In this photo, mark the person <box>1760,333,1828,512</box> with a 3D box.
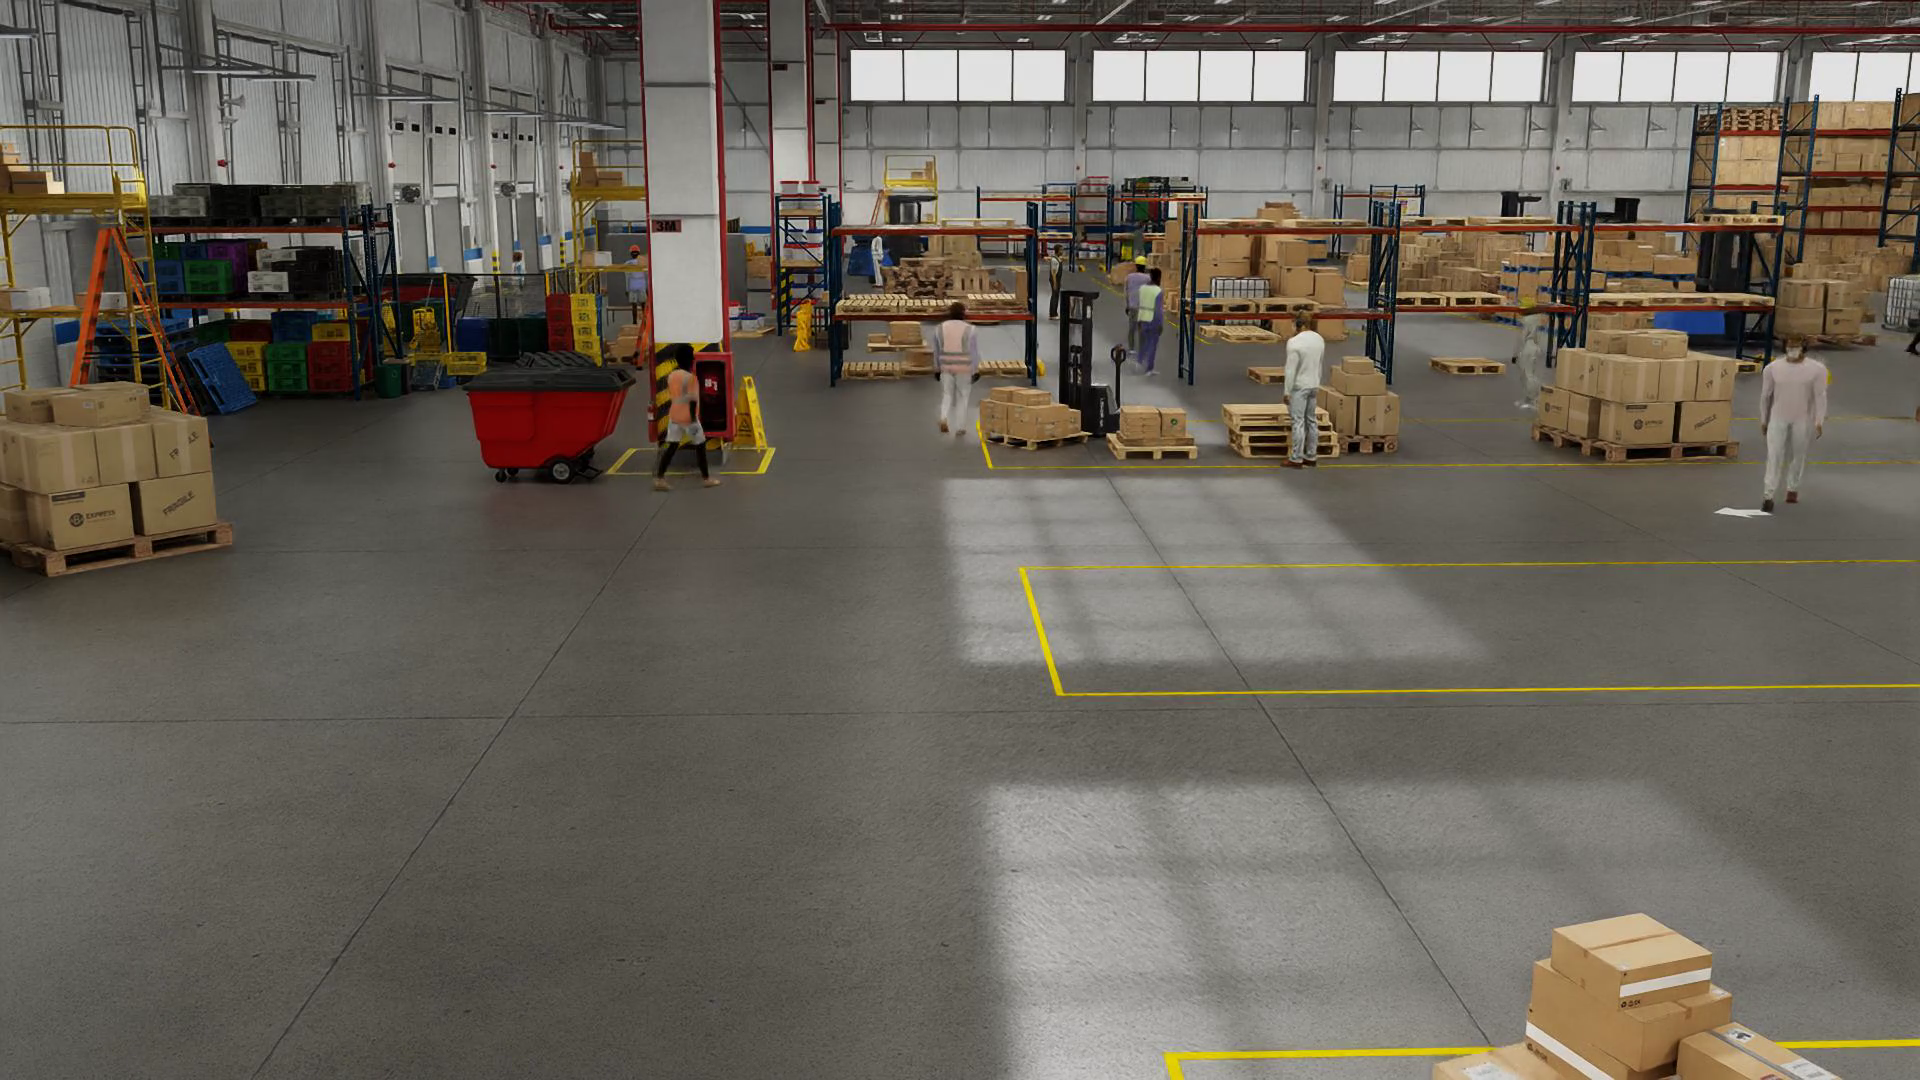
[{"bbox_3d":[8.856,-1.267,17.728,0.647,1.892,1.036,7,14,28],"label":"person"}]

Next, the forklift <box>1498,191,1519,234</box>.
[{"bbox_3d":[20.706,-11.779,62.904,1.873,2.768,1.129,0,12,-2],"label":"forklift"}]

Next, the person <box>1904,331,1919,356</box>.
[{"bbox_3d":[18.939,-4.525,32.352,0.975,1.921,0.617,2,13,8],"label":"person"}]

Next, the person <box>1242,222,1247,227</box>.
[{"bbox_3d":[9.718,-10.104,57.561,0.942,1.896,0.576,-5,13,-21],"label":"person"}]

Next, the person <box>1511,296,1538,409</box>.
[{"bbox_3d":[8.550,-2.818,25.110,0.468,1.709,0.519,10,16,38],"label":"person"}]

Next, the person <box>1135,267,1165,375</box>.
[{"bbox_3d":[3.365,-3.844,29.302,0.443,1.898,0.627,-9,15,-35],"label":"person"}]

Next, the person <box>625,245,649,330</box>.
[{"bbox_3d":[-7.320,-5.709,37.666,0.543,1.928,0.373,-7,14,-27],"label":"person"}]

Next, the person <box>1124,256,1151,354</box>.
[{"bbox_3d":[3.519,-4.603,32.677,0.595,1.923,0.374,8,15,34],"label":"person"}]

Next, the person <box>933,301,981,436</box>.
[{"bbox_3d":[-0.036,-2.319,22.586,0.636,1.828,0.440,4,13,19],"label":"person"}]

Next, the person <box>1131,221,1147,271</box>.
[{"bbox_3d":[6.008,-9.829,56.337,0.959,1.908,0.640,-4,13,-16],"label":"person"}]

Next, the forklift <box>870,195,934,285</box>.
[{"bbox_3d":[-1.847,-9.441,52.348,1.873,2.768,1.129,9,15,35],"label":"forklift"}]

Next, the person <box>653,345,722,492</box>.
[{"bbox_3d":[-3.113,-1.365,18.673,0.850,1.656,0.536,-12,17,-44],"label":"person"}]

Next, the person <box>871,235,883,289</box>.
[{"bbox_3d":[-2.551,-8.667,51.143,0.342,1.881,0.582,-6,14,-23],"label":"person"}]

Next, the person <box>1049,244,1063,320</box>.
[{"bbox_3d":[2.336,-6.241,40.289,0.341,1.839,0.501,3,13,13],"label":"person"}]

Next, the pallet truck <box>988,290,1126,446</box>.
[{"bbox_3d":[1.257,-2.299,22.111,1.885,1.965,0.823,-9,15,-35],"label":"pallet truck"}]

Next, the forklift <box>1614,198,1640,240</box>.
[{"bbox_3d":[18.702,-8.223,46.848,1.873,2.768,1.129,0,12,-2],"label":"forklift"}]

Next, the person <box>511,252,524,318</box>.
[{"bbox_3d":[-10.819,-6.233,40.708,0.314,1.634,0.516,-7,14,-27],"label":"person"}]

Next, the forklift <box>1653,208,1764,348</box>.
[{"bbox_3d":[15.289,-5.339,33.828,1.873,2.768,1.129,0,12,-2],"label":"forklift"}]

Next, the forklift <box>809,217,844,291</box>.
[{"bbox_3d":[-4.375,-8.619,48.637,1.873,2.768,1.129,0,12,-2],"label":"forklift"}]

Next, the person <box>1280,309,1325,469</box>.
[{"bbox_3d":[4.134,-1.816,20.096,0.629,1.935,0.375,-10,16,-38],"label":"person"}]
